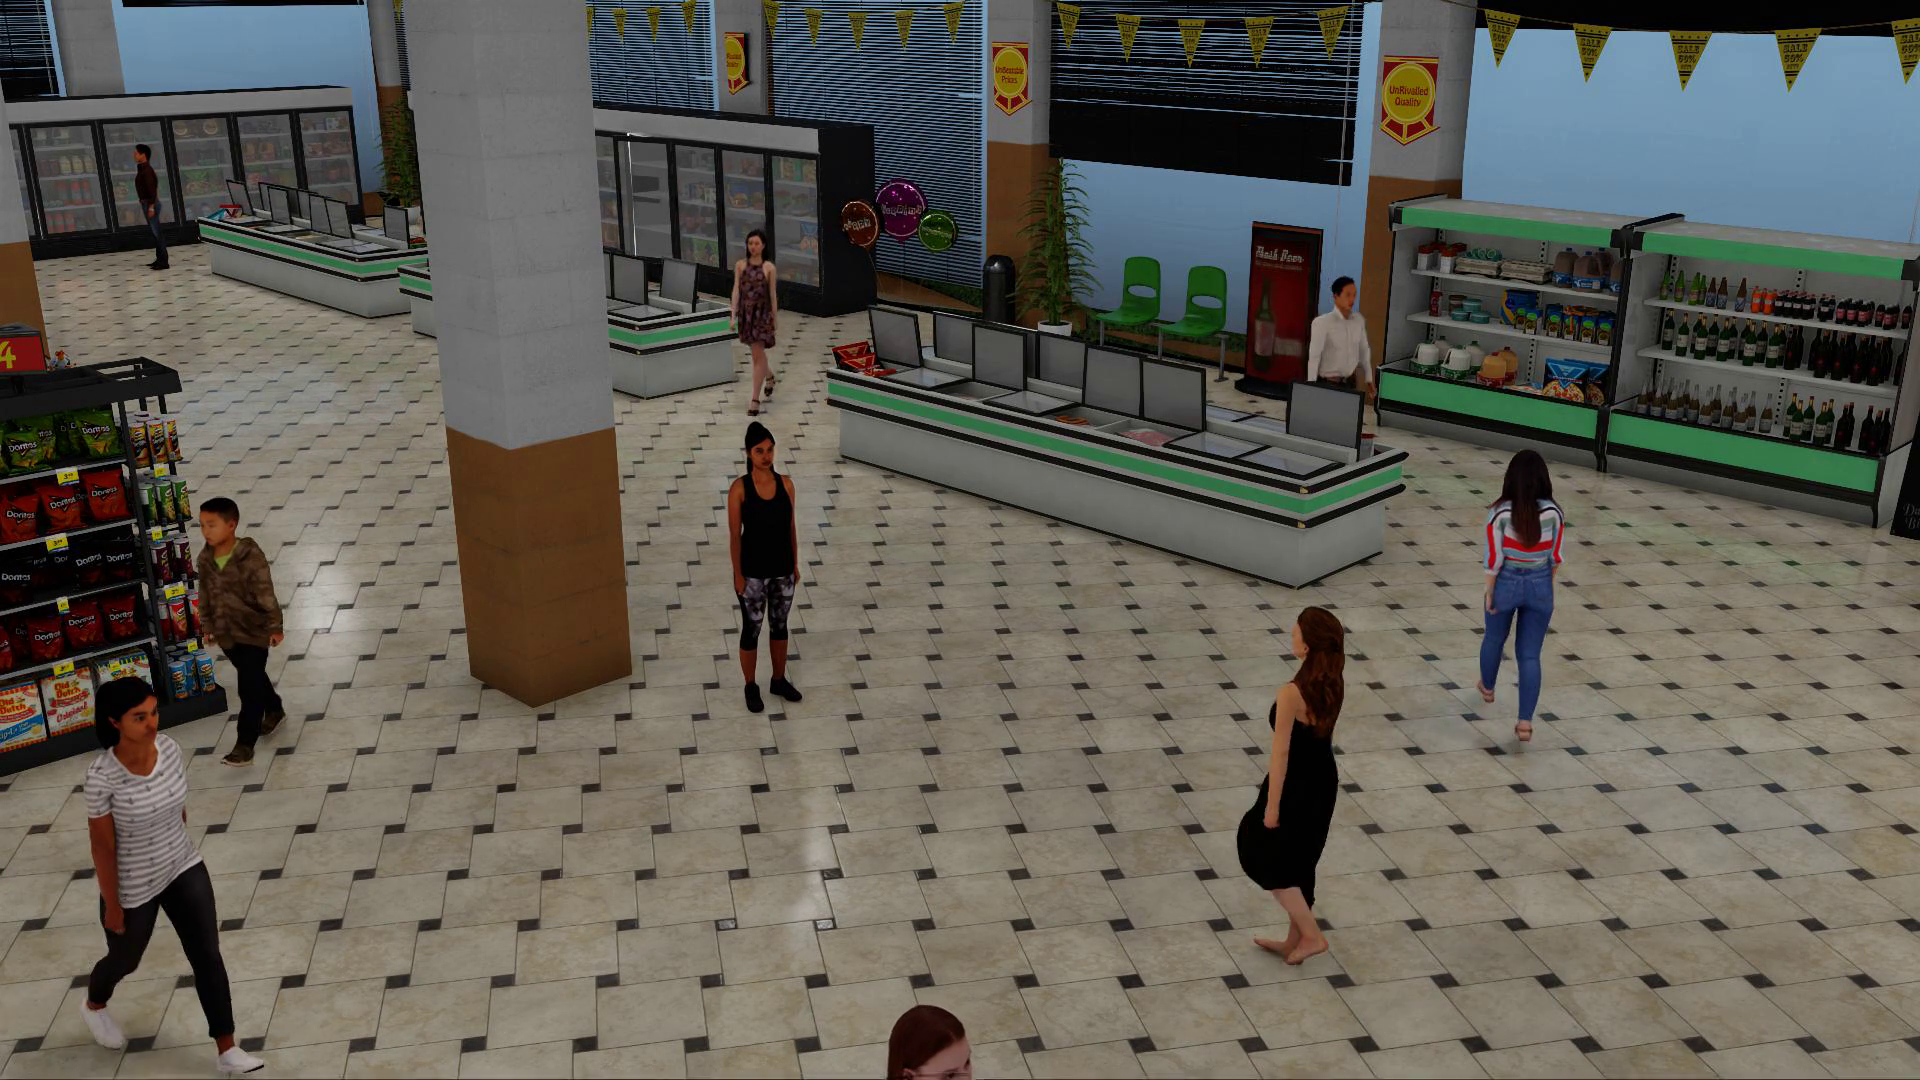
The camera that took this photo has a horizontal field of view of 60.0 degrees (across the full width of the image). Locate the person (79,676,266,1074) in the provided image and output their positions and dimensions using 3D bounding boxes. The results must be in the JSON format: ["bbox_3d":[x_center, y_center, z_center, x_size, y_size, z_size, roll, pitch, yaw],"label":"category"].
[{"bbox_3d":[-3.105,1.275,6.250,1.176,1.605,0.782,10,21,28],"label":"person"}]

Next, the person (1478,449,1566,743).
[{"bbox_3d":[3.089,0.330,9.101,1.112,1.573,1.055,4,19,10],"label":"person"}]

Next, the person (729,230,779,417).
[{"bbox_3d":[-1.951,-2.098,16.055,1.187,1.731,1.095,4,19,12],"label":"person"}]

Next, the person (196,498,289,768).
[{"bbox_3d":[-3.830,0.458,8.964,1.010,1.418,0.986,3,19,10],"label":"person"}]

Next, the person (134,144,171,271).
[{"bbox_3d":[-11.691,-4.820,24.048,0.744,1.782,0.528,-12,22,-32],"label":"person"}]

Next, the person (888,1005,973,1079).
[{"bbox_3d":[-0.087,1.916,4.109,0.564,1.758,0.626,12,22,31],"label":"person"}]

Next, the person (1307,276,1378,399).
[{"bbox_3d":[2.971,-1.234,13.430,0.834,1.771,1.159,-12,22,-31],"label":"person"}]

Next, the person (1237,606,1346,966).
[{"bbox_3d":[1.462,1.069,6.843,0.603,1.616,0.678,-16,25,-40],"label":"person"}]

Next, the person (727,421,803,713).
[{"bbox_3d":[-1.120,0.146,9.511,0.610,1.660,0.561,-13,22,-33],"label":"person"}]
